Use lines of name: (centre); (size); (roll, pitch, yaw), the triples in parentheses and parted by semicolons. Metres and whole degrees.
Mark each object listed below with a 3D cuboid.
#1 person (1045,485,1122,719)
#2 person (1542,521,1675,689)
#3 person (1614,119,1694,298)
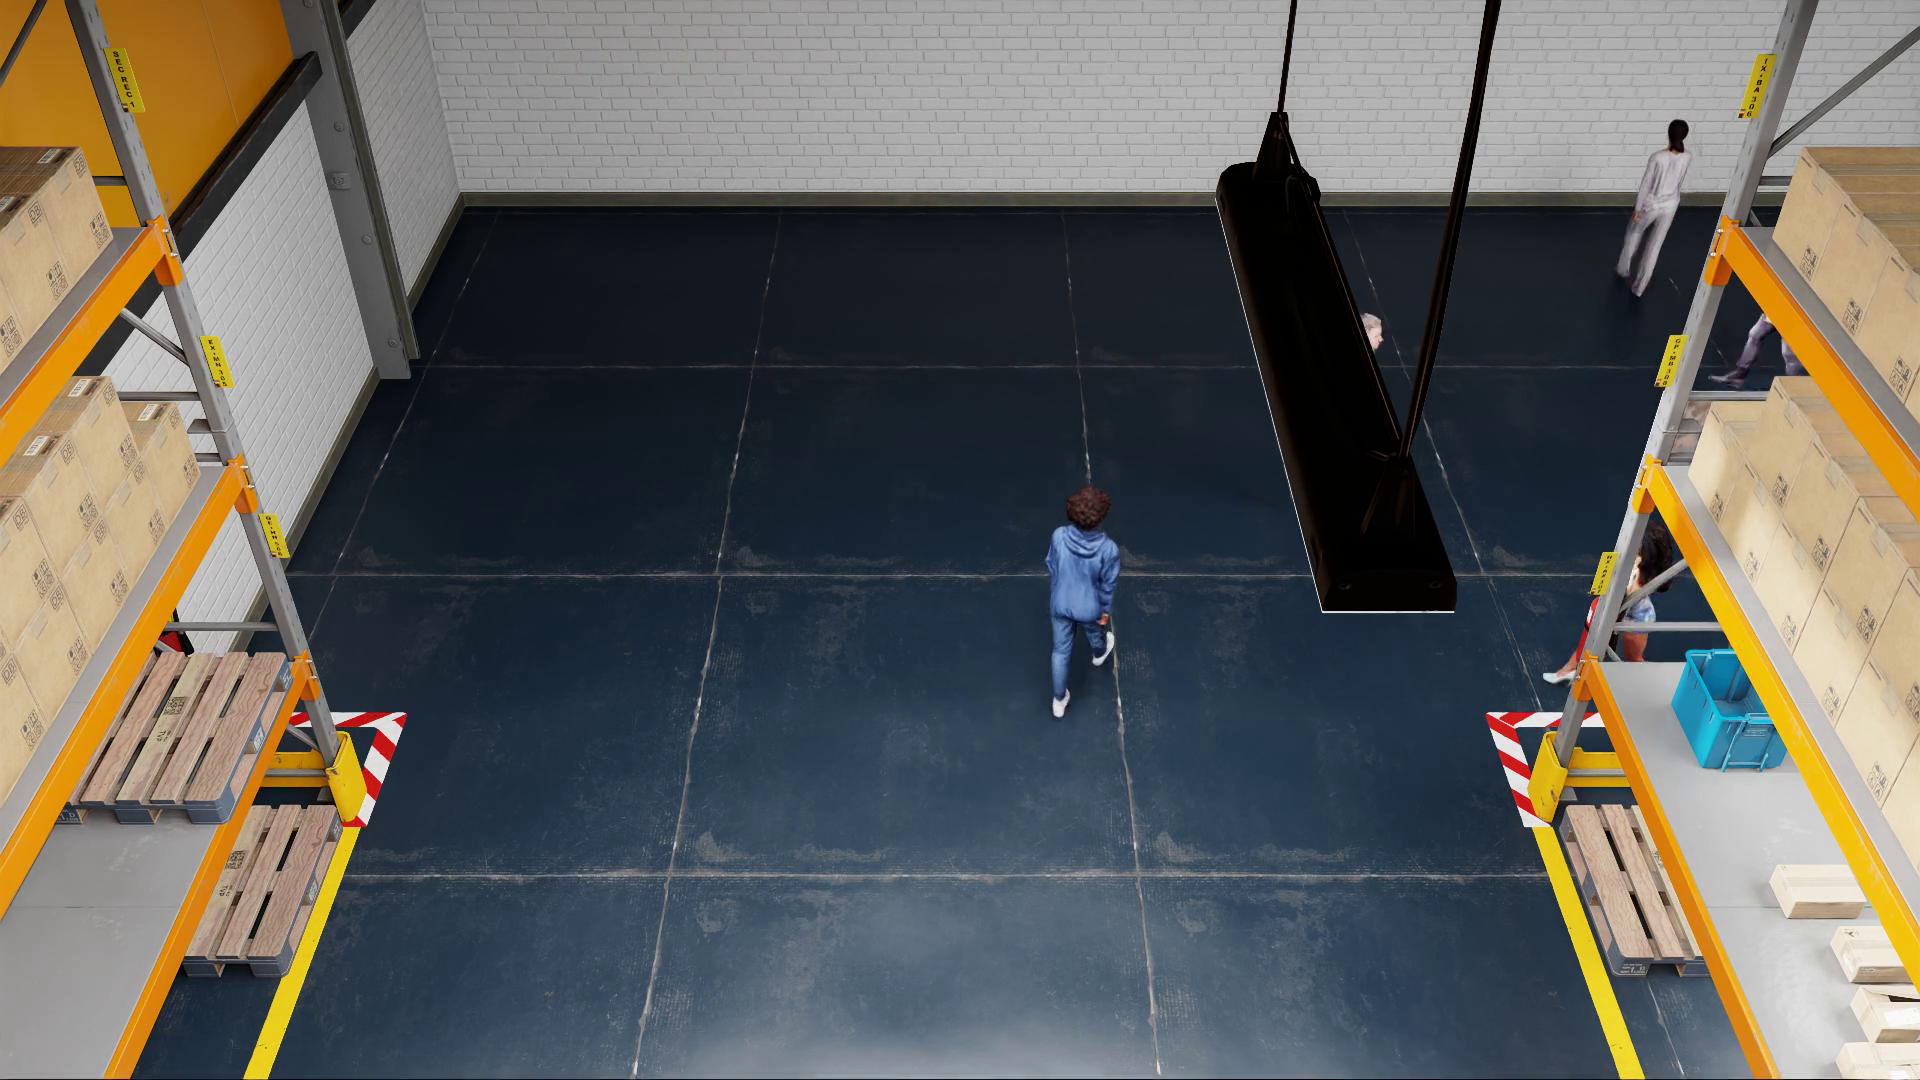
person: (0.781, 0.460, 11.328); (0.935, 1.774, 1.191); (12, 40, 15)
person: (4.658, 0.543, 11.377); (0.642, 1.583, 0.821); (2, 39, 3)
person: (6.656, -3.113, 15.817); (0.624, 1.754, 0.793); (3, 39, 4)
